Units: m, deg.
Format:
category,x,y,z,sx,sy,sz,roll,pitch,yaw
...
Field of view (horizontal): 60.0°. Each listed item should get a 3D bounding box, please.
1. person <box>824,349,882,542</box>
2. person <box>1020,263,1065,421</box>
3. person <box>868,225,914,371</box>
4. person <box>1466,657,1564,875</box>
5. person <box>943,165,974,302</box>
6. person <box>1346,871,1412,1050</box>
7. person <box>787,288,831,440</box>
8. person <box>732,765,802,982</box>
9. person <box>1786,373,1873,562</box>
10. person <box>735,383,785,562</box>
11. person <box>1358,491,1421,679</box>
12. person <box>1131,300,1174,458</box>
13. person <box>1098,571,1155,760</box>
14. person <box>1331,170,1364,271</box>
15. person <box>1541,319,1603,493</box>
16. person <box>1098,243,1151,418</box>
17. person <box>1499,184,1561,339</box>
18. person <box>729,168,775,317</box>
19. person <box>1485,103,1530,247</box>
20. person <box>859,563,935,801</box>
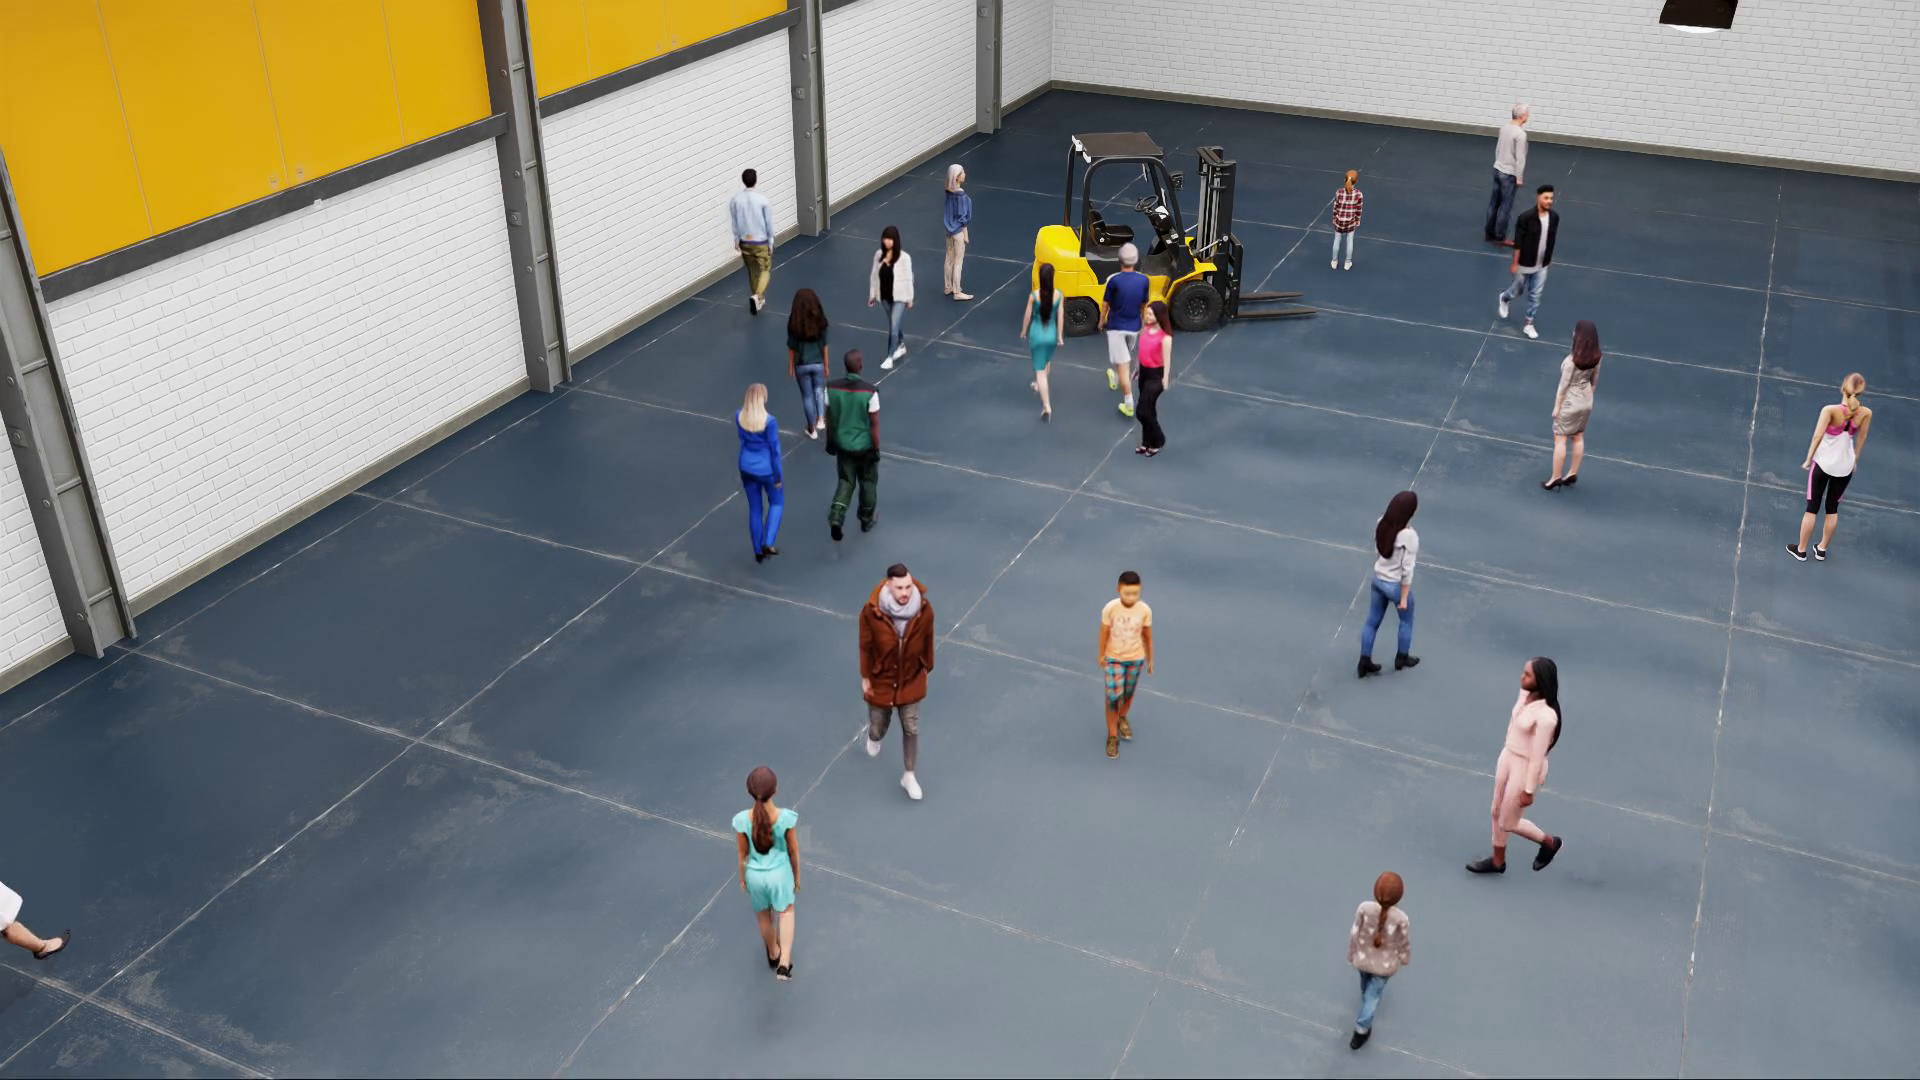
category,x,y,z,sx,sy,sz,roll,pitch,yaw
person,-0.980,-0.815,15.023,0.754,1.819,1.044,9,30,16
person,0.892,-2.059,17.491,0.971,1.639,1.065,-8,30,-14
person,-0.725,-2.791,18.868,0.632,1.607,0.942,15,32,25
person,3.744,1.517,10.863,0.916,1.709,0.902,-2,29,-4
person,-0.054,-3.839,20.694,0.748,1.697,0.709,-14,32,-24
person,2.405,2.470,9.684,0.513,1.165,0.792,14,31,24
person,-1.527,-1.767,16.989,0.711,1.607,0.777,-12,31,-20
person,-1.159,2.060,10.036,0.779,1.548,0.908,-3,29,-5
person,7.731,-0.642,14.739,0.671,1.788,0.643,2,29,3
person,-1.811,-0.553,14.680,0.627,1.687,0.646,12,31,20
person,3.318,0.378,13.050,0.921,1.614,0.846,-15,32,-25
person,1.985,-1.622,16.679,0.770,1.650,0.712,-11,31,-20
person,1.215,0.838,12.382,0.746,1.446,0.861,-3,29,-5
person,5.049,-4.196,21.757,0.556,1.305,0.553,7,29,12
person,5.895,-1.279,15.951,0.639,1.745,0.713,-12,31,-21
person,1.760,-2.173,17.561,1.156,1.773,1.223,-10,30,-17
person,6.727,-3.348,19.692,1.023,1.796,1.174,-4,29,-7
person,-2.501,-3.564,20.088,0.838,1.794,1.059,5,29,9
person,7.409,-4.958,22.522,0.893,1.910,0.803,-7,29,-12
person,-0.478,0.954,11.779,1.002,1.821,1.086,-7,29,-13
